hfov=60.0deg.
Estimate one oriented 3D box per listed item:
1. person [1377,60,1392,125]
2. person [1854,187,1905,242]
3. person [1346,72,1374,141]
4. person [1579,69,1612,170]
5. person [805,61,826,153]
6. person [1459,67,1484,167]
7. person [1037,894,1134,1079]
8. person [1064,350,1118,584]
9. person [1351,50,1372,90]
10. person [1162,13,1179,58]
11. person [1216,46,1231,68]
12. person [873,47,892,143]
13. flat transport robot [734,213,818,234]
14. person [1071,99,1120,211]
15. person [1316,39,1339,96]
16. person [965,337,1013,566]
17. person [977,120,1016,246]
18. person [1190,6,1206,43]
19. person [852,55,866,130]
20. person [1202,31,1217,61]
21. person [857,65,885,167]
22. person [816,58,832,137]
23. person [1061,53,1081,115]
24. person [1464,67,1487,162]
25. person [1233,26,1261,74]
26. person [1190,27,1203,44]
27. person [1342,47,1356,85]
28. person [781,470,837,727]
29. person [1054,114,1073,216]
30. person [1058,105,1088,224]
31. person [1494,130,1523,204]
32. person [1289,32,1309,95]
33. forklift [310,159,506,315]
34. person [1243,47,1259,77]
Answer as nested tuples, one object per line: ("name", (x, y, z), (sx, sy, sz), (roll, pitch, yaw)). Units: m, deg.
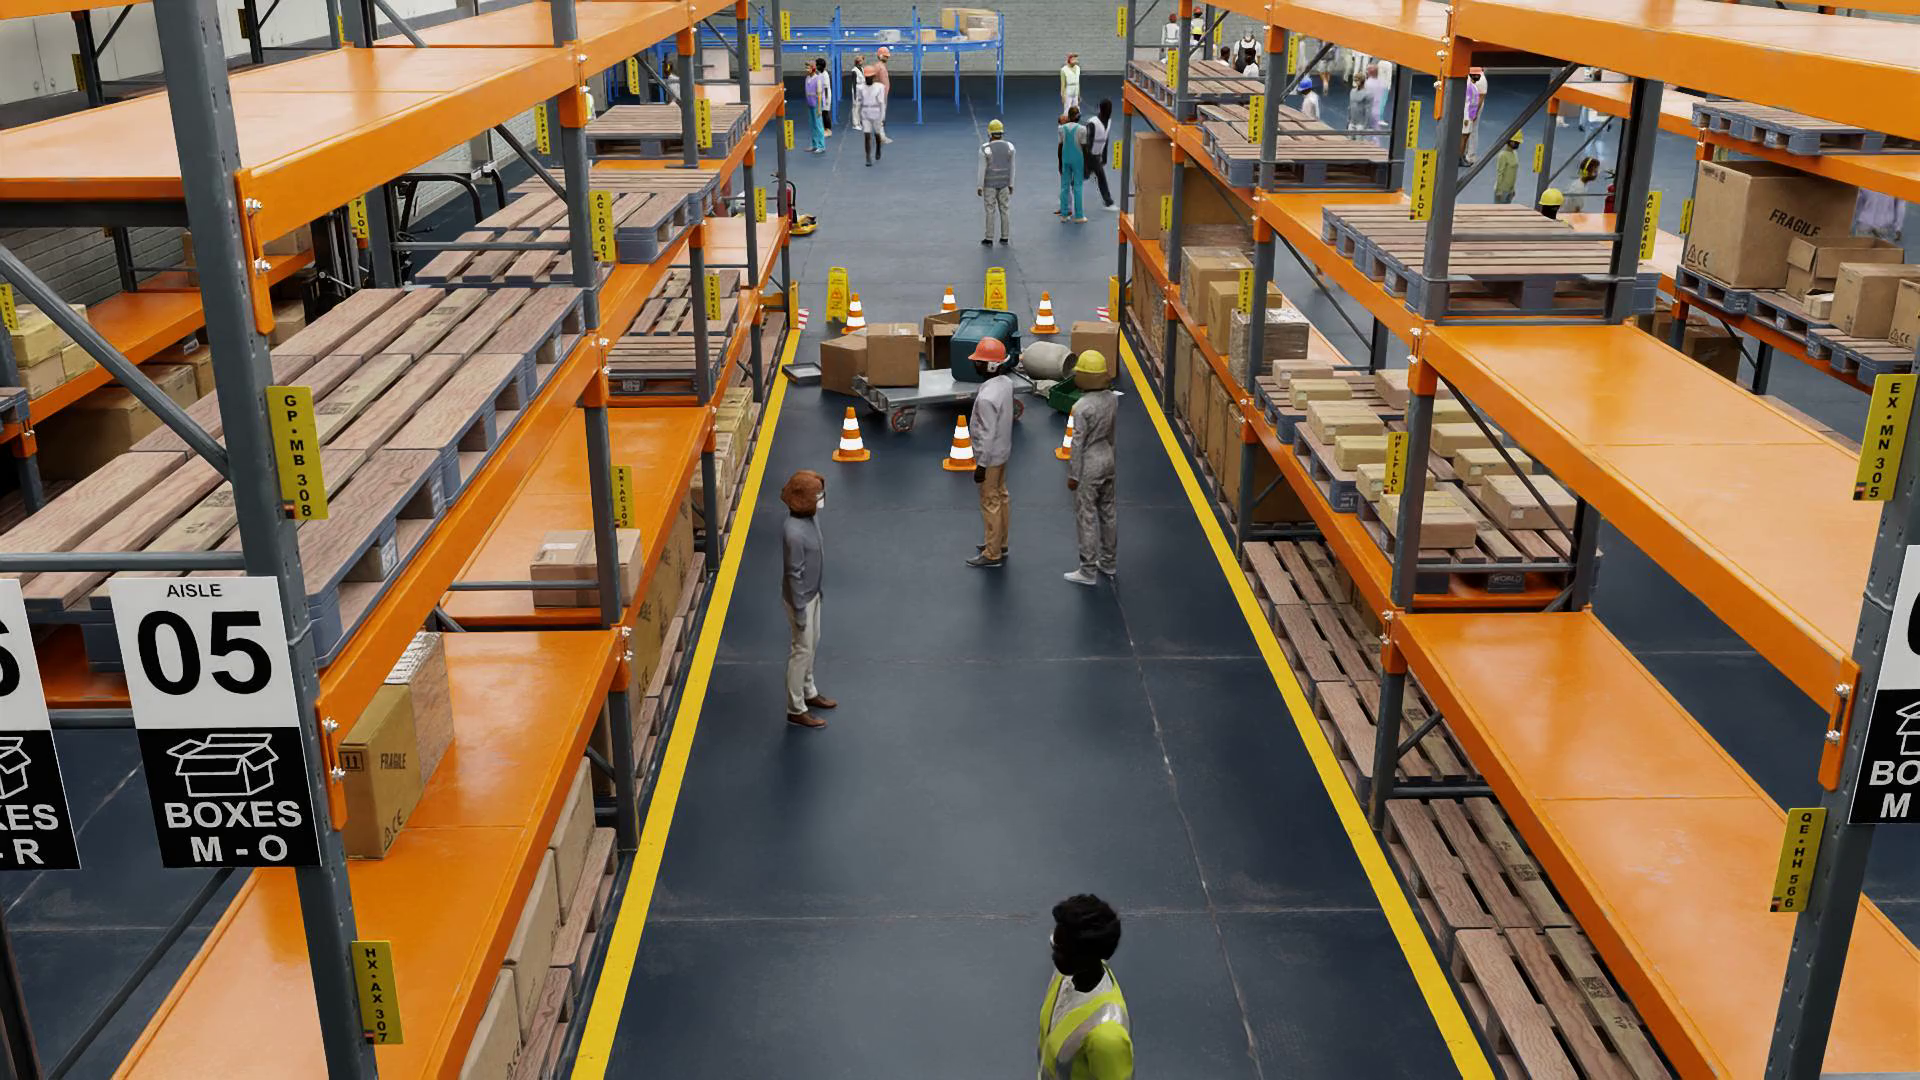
("person", (9.842, -10.526, 38.573), (0.338, 1.760, 0.526), (-6, 22, -16))
("person", (11.533, -3.974, 21.036), (0.655, 1.917, 0.511), (7, 22, 17))
("person", (7.392, -7.693, 30.848), (0.379, 1.931, 0.636), (-9, 22, -22))
("person", (12.052, -7.942, 31.538), (0.619, 1.900, 0.445), (0, 21, -1))
("person", (-2.971, -8.878, 34.110), (0.393, 1.836, 0.561), (-13, 24, -31))
("person", (9.882, -8.224, 32.233), (0.365, 1.939, 0.542), (11, 23, 27))
("person", (0.414, 1.954, 5.667), (0.316, 1.696, 0.541), (-4, 21, -12))
("person", (0.954, -0.539, 12.208), (0.328, 1.737, 0.491), (17, 27, 38))
("person", (11.135, -13.412, 46.019), (0.573, 1.887, 0.356), (4, 21, 11))
("person", (6.240, -14.552, 49.046), (0.593, 1.879, 0.536), (9, 22, 22))
("person", (5.765, -9.929, 36.792), (0.411, 1.907, 0.600), (-7, 22, -17))
("person", (-1.662, -9.518, 35.584), (0.397, 1.986, 0.623), (-6, 22, -16))
("flat transport robot", (-2.983, -4.923, 25.828), (1.431, 0.197, 0.652), (3, 21, 8))
("person", (2.194, -6.434, 27.672), (1.131, 1.835, 0.617), (12, 24, 30))
("person", (9.832, -12.904, 44.487), (0.626, 2.024, 0.621), (-2, 21, -5))
("person", (0.222, -0.666, 12.506), (0.319, 1.755, 0.572), (6, 22, 15))
("person", (0.525, -5.272, 24.577), (0.599, 1.832, 0.404), (-9, 23, -23))
("person", (7.022, -14.805, 49.485), (0.639, 2.040, 0.401), (-3, 21, -7))
("person", (-2.297, -10.157, 37.761), (0.312, 1.637, 0.518), (8, 22, 20))
("person", (6.145, -11.768, 41.602), (0.542, 1.938, 0.357), (3, 21, 8))
("person", (-1.716, -8.277, 32.403), (0.560, 1.923, 0.693), (3, 21, 7))
("person", (-3.000, -9.713, 36.513), (0.321, 1.693, 0.565), (-7, 22, -19))
("person", (2.392, -9.650, 36.155), (0.403, 1.832, 0.574), (18, 27, 40))
("person", (10.055, -8.516, 32.864), (0.535, 2.000, 0.673), (-1, 21, -3))
("person", (7.094, -11.686, 41.241), (0.684, 2.000, 0.538), (4, 21, 11))
("person", (6.004, -12.153, 42.636), (0.388, 1.926, 0.590), (-7, 22, -17))
("person", (11.118, -13.778, 47.348), (0.516, 1.610, 0.418), (-13, 25, -32))
("person", (-0.928, 0.348, 10.016), (0.287, 1.622, 0.508), (2, 21, 6))
("person", (1.711, -6.082, 27.012), (0.284, 1.627, 0.504), (-4, 21, -10))
("person", (1.791, -5.945, 26.349), (0.504, 1.840, 0.345), (10, 23, 25))
("person", (7.949, -5.090, 24.199), (0.319, 1.763, 0.522), (17, 26, 37))
("person", (9.175, -12.790, 44.645), (0.624, 1.697, 0.558), (4, 21, 10))
("forklift", (-5.622, -2.910, 17.832), (2.313, 2.155, 1.214), (-1, 21, -1))
("person", (6.203, -9.578, 35.773), (0.367, 1.966, 0.606), (-3, 21, -8))
